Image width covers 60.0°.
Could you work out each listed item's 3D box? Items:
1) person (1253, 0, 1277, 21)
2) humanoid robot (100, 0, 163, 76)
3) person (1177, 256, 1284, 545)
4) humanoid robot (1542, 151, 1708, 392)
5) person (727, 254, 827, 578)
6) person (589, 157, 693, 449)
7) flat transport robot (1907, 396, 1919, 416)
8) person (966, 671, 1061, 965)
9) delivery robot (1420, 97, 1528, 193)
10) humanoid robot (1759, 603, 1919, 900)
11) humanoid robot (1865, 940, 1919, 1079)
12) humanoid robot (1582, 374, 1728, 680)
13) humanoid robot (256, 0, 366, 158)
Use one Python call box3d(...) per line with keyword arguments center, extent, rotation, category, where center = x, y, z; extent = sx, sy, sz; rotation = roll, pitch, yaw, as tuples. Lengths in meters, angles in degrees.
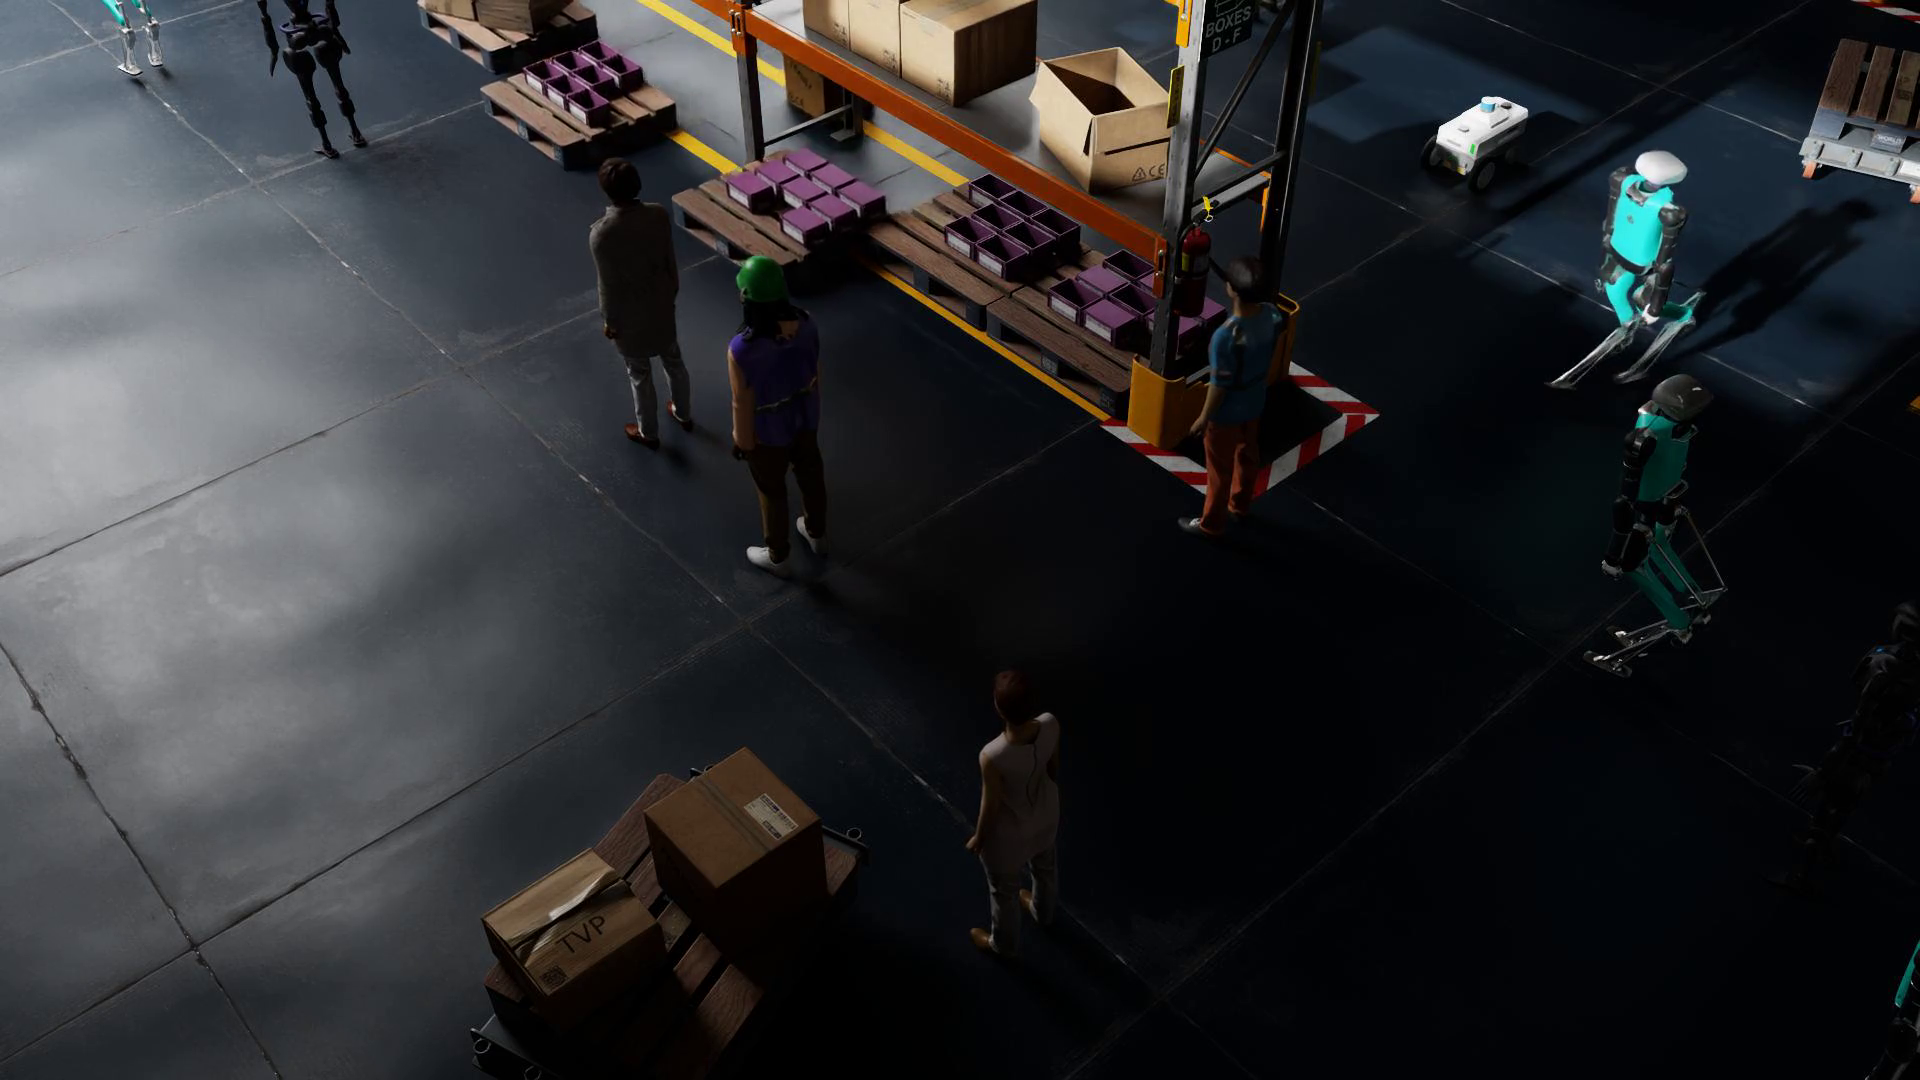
box3d(center=(2.510, -5.155, 13.543), extent=(0.562, 1.837, 0.390), rotation=(-31, 51, -29), category="person")
box3d(center=(-6.460, -4.329, 12.620), extent=(0.533, 1.677, 0.735), rotation=(-31, 51, -29), category="humanoid robot")
box3d(center=(1.432, -0.726, 8.777), extent=(0.492, 1.767, 0.323), rotation=(-31, 51, -29), category="person")
box3d(center=(4.007, -1.512, 9.635), extent=(0.963, 1.716, 0.545), rotation=(-17, 45, -18), category="humanoid robot")
box3d(center=(-0.926, -0.609, 8.530), extent=(0.532, 1.931, 0.409), rotation=(-31, 51, -29), category="person")
box3d(center=(-1.806, -1.323, 9.380), extent=(0.503, 1.833, 0.364), rotation=(-31, 51, -29), category="person")
box3d(center=(6.467, -0.989, 10.171), extent=(1.431, 0.231, 0.659), rotation=(-31, 51, -29), category="flat transport robot")
box3d(center=(0.225, 1.141, 6.826), extent=(0.447, 1.657, 0.285), rotation=(-31, 51, -29), category="person")
box3d(center=(3.771, -2.927, 12.046), extent=(0.739, 0.566, 0.499), rotation=(-31, 51, -29), category="delivery robot")
box3d(center=(3.816, 0.891, 7.078), extent=(0.599, 1.653, 0.315), rotation=(-31, 51, -29), category="humanoid robot")
box3d(center=(3.563, 1.871, 5.876), extent=(0.533, 1.677, 0.735), rotation=(-31, 51, -29), category="humanoid robot")
box3d(center=(3.395, 0.033, 7.876), extent=(0.533, 1.677, 0.735), rotation=(-31, 51, -29), category="humanoid robot")
box3d(center=(-4.684, -3.563, 11.922), extent=(0.599, 1.653, 0.315), rotation=(-31, 51, -29), category="humanoid robot")
